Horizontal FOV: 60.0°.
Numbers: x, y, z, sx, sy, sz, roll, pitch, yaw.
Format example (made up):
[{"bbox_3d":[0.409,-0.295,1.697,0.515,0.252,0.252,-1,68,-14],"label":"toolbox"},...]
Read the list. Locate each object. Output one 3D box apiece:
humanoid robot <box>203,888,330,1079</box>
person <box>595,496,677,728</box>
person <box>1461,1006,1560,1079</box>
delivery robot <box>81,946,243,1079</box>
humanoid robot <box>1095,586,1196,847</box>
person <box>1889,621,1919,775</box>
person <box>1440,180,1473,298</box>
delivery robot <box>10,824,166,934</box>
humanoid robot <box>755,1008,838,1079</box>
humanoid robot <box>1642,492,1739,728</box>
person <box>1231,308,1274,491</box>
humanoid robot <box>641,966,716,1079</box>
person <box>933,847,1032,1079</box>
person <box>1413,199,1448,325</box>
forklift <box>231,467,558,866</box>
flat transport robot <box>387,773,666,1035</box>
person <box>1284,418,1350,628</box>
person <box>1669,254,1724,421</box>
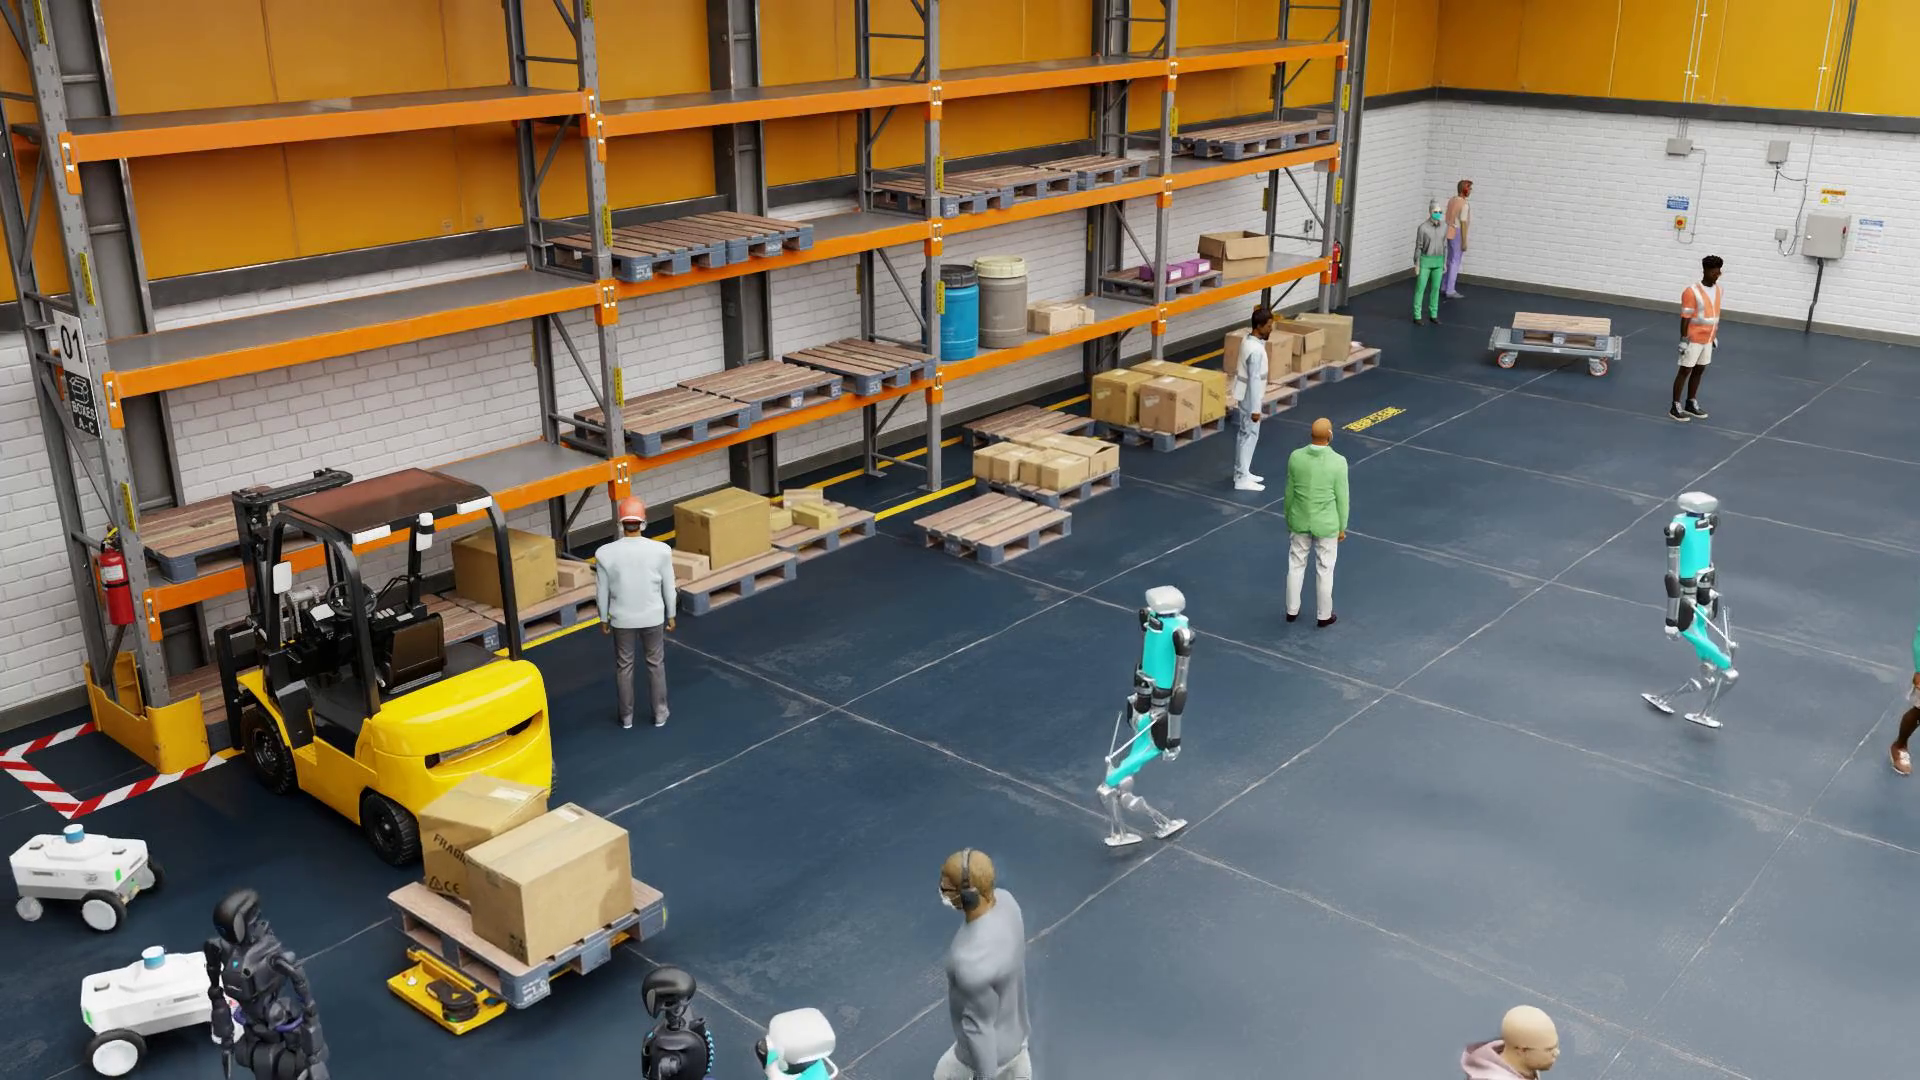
[{"bbox_3d":[-3.056,2.253,7.420,0.584,1.638,0.467,6,21,15],"label":"humanoid robot"},{"bbox_3d":[-2.326,0.524,12.007,0.571,1.740,0.352,-4,21,-11],"label":"person"},{"bbox_3d":[2.091,2.561,6.434,0.491,1.773,0.559,9,22,22],"label":"person"},{"bbox_3d":[-4.158,2.384,8.640,0.747,0.568,0.499,-9,22,-22],"label":"delivery robot"},{"bbox_3d":[1.088,1.164,10.278,0.926,1.763,0.552,-8,22,-22],"label":"humanoid robot"},{"bbox_3d":[6.588,0.825,11.071,0.513,1.820,0.815,2,20,6],"label":"person"},{"bbox_3d":[7.772,-4.723,26.091,0.400,1.836,0.569,-3,21,-9],"label":"person"},{"bbox_3d":[-5.162,1.969,9.817,0.801,0.604,0.499,2,20,6],"label":"delivery robot"},{"bbox_3d":[-0.389,2.538,6.506,0.720,1.747,0.530,-13,24,-31],"label":"humanoid robot"},{"bbox_3d":[5.361,0.565,11.901,0.540,1.740,0.957,-14,25,-34],"label":"humanoid robot"},{"bbox_3d":[2.992,-1.447,17.113,0.400,1.908,0.597,1,20,2],"label":"person"},{"bbox_3d":[-1.130,2.466,6.815,0.315,1.657,0.599,-1,20,-2],"label":"humanoid robot"},{"bbox_3d":[0.162,2.193,7.284,1.006,1.888,0.631,8,22,20],"label":"person"},{"bbox_3d":[6.874,-4.060,24.303,0.522,1.838,0.351,-5,21,-13],"label":"person"},{"bbox_3d":[-3.730,0.710,10.856,2.313,2.155,1.214,17,26,38],"label":"forklift"},{"bbox_3d":[-2.421,2.273,9.393,0.659,0.231,1.431,16,26,37],"label":"flat transport robot"},{"bbox_3d":[2.940,-0.142,13.751,0.538,1.784,0.383,10,23,26],"label":"person"},{"bbox_3d":[8.696,-2.383,19.560,0.614,1.962,0.361,-10,23,-26],"label":"person"}]
